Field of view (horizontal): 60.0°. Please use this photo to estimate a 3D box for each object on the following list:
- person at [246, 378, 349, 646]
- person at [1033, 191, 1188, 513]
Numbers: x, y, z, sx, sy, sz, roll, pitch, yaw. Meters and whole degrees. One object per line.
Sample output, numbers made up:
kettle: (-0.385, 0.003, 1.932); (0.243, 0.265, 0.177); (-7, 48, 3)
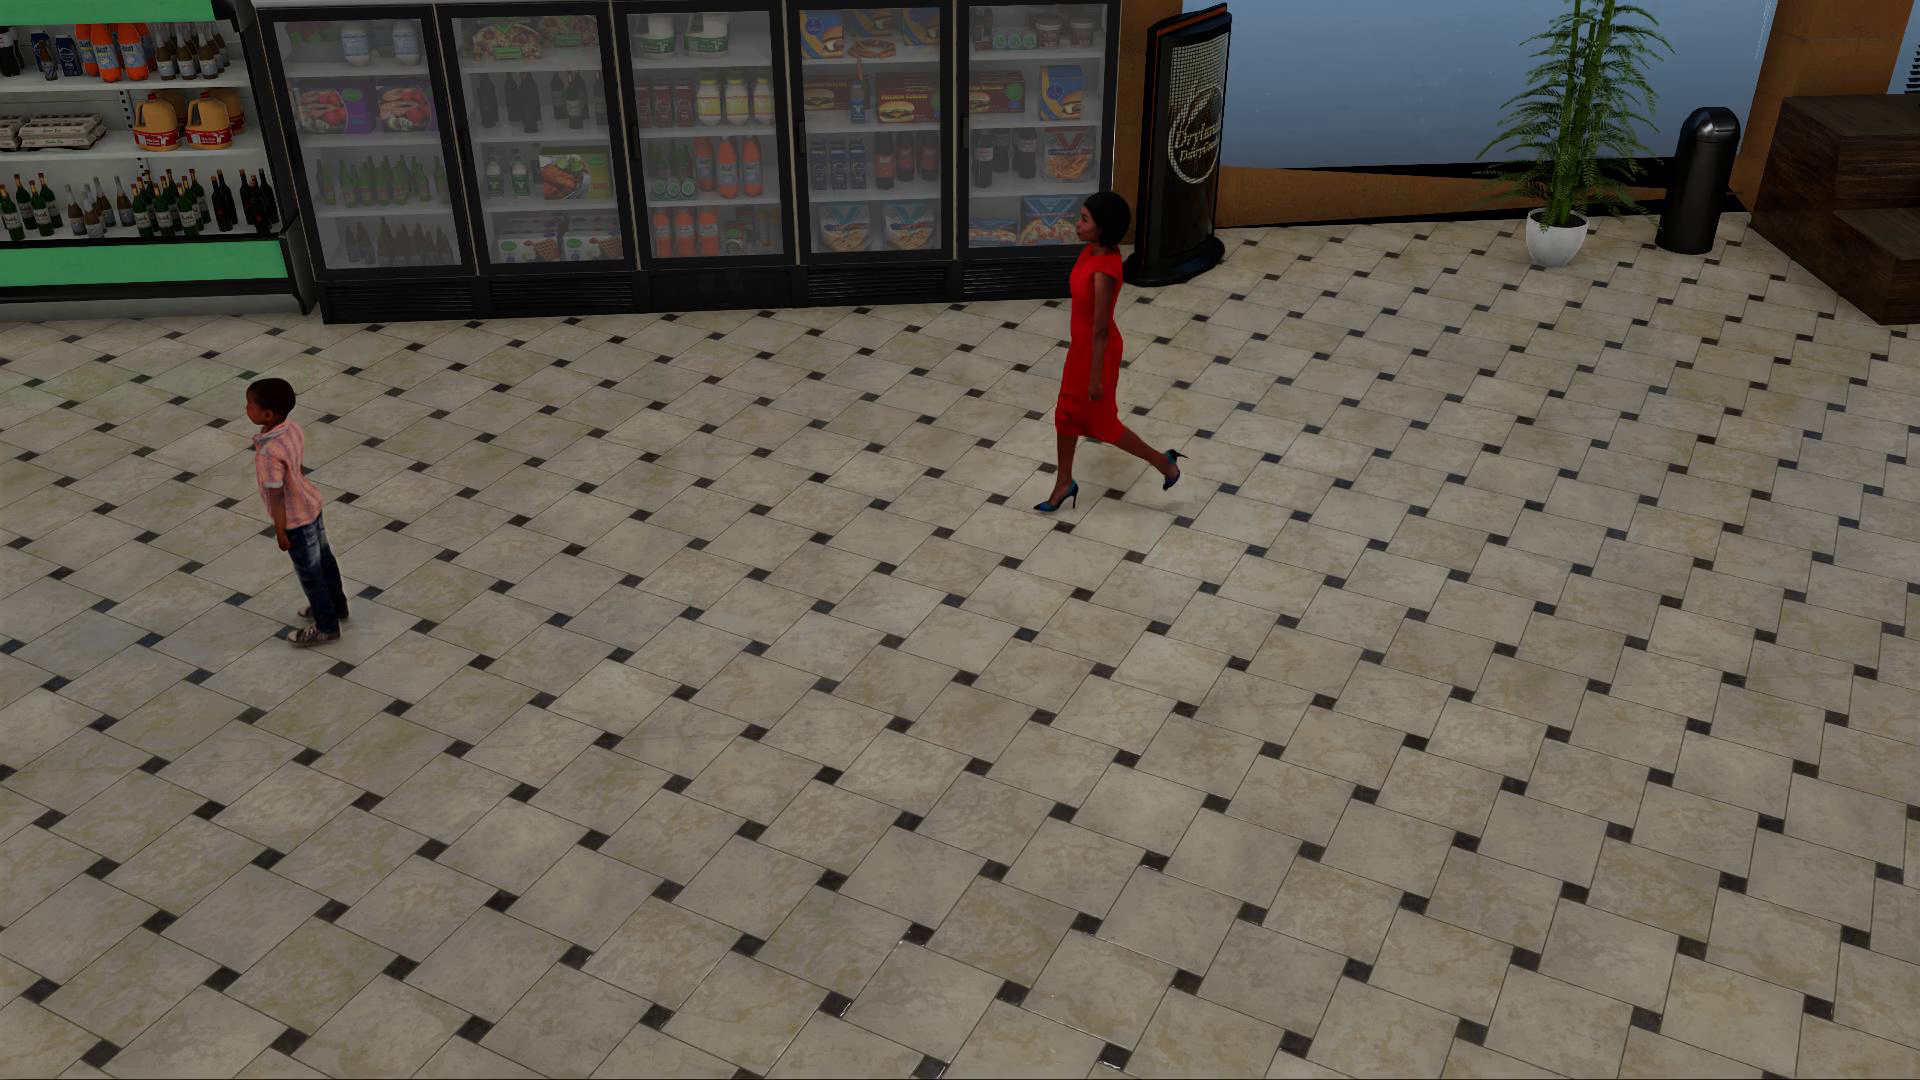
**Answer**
person: (-2.967, -0.136, 7.464); (0.501, 1.306, 0.503); (0, 32, 0)
person: (0.753, -0.880, 8.268); (1.001, 1.721, 0.578); (-3, 32, -5)
